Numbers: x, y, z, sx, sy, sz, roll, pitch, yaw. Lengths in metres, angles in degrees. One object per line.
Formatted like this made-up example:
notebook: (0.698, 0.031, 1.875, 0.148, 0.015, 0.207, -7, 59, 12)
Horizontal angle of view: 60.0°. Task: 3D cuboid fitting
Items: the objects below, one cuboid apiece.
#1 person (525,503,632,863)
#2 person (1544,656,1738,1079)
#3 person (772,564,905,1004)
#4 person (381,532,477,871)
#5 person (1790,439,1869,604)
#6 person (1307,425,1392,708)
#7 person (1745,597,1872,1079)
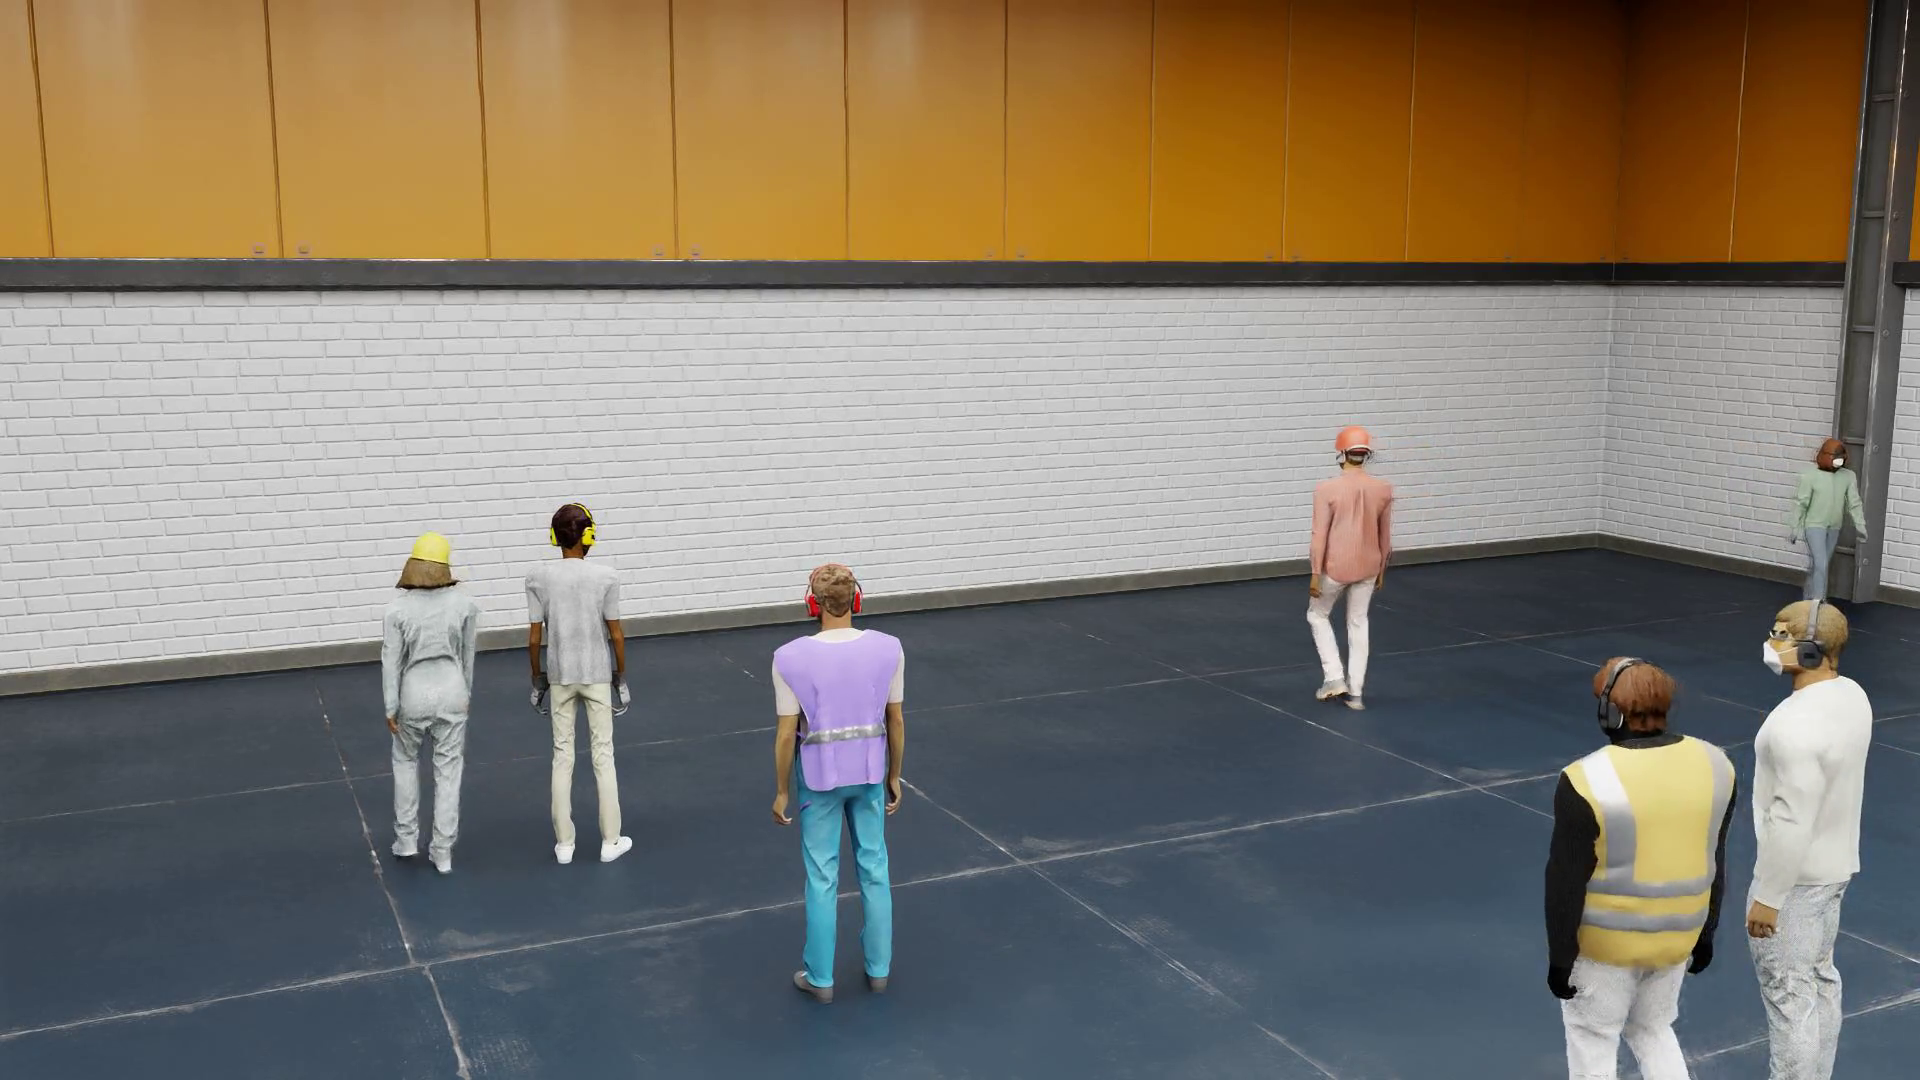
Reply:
person: (-1.955, 0.739, 8.549, 0.519, 1.860, 0.326, 0, 9, -2)
person: (2.148, 1.276, 5.292, 0.632, 1.829, 0.524, -2, 9, -14)
person: (-0.497, 1.014, 6.907, 0.563, 1.838, 0.390, -4, 10, -21)
person: (-2.719, 0.814, 8.529, 0.491, 1.715, 0.599, -5, 10, -28)
person: (7.503, -0.063, 14.324, 0.519, 1.600, 0.761, -2, 9, -12)
person: (2.699, 0.203, 11.603, 0.646, 1.941, 0.460, -3, 9, -15)
person: (2.884, 1.152, 5.736, 0.363, 1.939, 0.636, 9, 12, 43)
